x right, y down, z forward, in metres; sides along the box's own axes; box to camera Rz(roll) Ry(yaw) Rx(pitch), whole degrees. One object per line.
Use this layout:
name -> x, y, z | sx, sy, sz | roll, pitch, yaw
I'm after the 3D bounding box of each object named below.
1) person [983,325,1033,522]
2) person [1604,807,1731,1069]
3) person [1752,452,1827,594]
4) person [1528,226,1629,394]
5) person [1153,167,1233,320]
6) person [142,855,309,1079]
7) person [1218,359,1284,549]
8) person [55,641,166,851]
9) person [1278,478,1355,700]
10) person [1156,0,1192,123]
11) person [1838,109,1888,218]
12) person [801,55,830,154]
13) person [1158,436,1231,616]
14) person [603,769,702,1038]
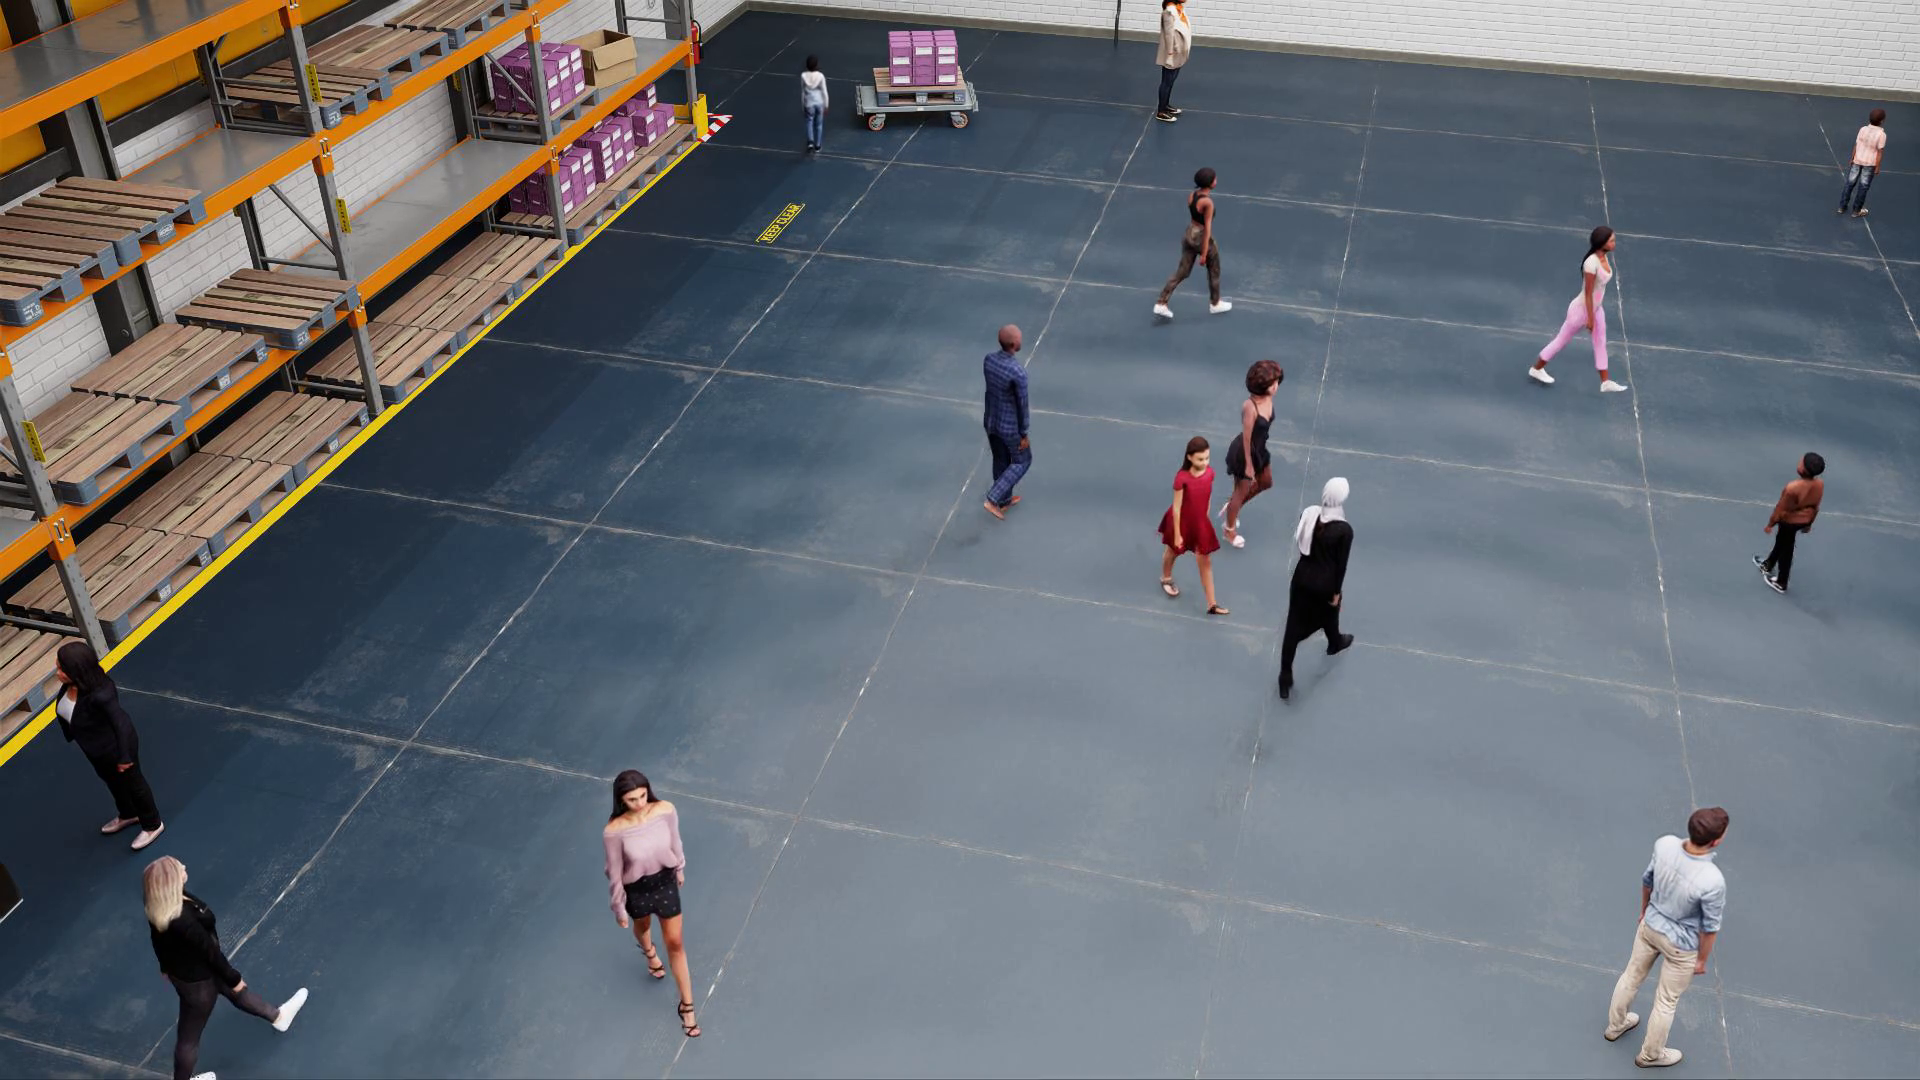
person -> 0.337, -0.962, 14.106 | 0.871, 1.806, 0.969 | 28, 43, 35
person -> 3.976, 2.205, 9.305 | 0.788, 1.848, 0.716 | -16, 37, -22
person -> 6.732, -0.117, 13.343 | 0.716, 1.245, 0.790 | -13, 36, -18
person -> 5.961, -2.218, 16.107 | 0.971, 1.685, 1.185 | 23, 40, 31
person -> 2.409, -3.059, 17.394 | 1.132, 1.660, 1.147 | -14, 36, -20
person -> -4.267, 2.453, 9.118 | 0.971, 1.641, 1.226 | 26, 42, 34
person -> 2.322, -0.726, 13.785 | 0.774, 1.770, 0.704 | 22, 40, 30
person -> -5.567, 1.311, 10.858 | 0.708, 1.617, 0.710 | 18, 38, 26
person -> 2.552, 0.396, 12.129 | 0.952, 1.734, 1.217 | 22, 40, 30
person -> 2.880, -6.701, 22.664 | 0.750, 1.891, 0.583 | 10, 35, 14
person -> 10.842, -4.535, 19.933 | 0.635, 1.307, 0.588 | -24, 40, -31
person -> -1.919, -5.669, 21.693 | 0.554, 1.249, 0.588 | 1, 34, 1
person -> 1.774, -0.164, 13.186 | 0.957, 1.497, 1.084 | -14, 36, -20
person -> -1.849, 1.991, 9.693 | 1.054, 1.775, 1.143 | -16, 37, -22
